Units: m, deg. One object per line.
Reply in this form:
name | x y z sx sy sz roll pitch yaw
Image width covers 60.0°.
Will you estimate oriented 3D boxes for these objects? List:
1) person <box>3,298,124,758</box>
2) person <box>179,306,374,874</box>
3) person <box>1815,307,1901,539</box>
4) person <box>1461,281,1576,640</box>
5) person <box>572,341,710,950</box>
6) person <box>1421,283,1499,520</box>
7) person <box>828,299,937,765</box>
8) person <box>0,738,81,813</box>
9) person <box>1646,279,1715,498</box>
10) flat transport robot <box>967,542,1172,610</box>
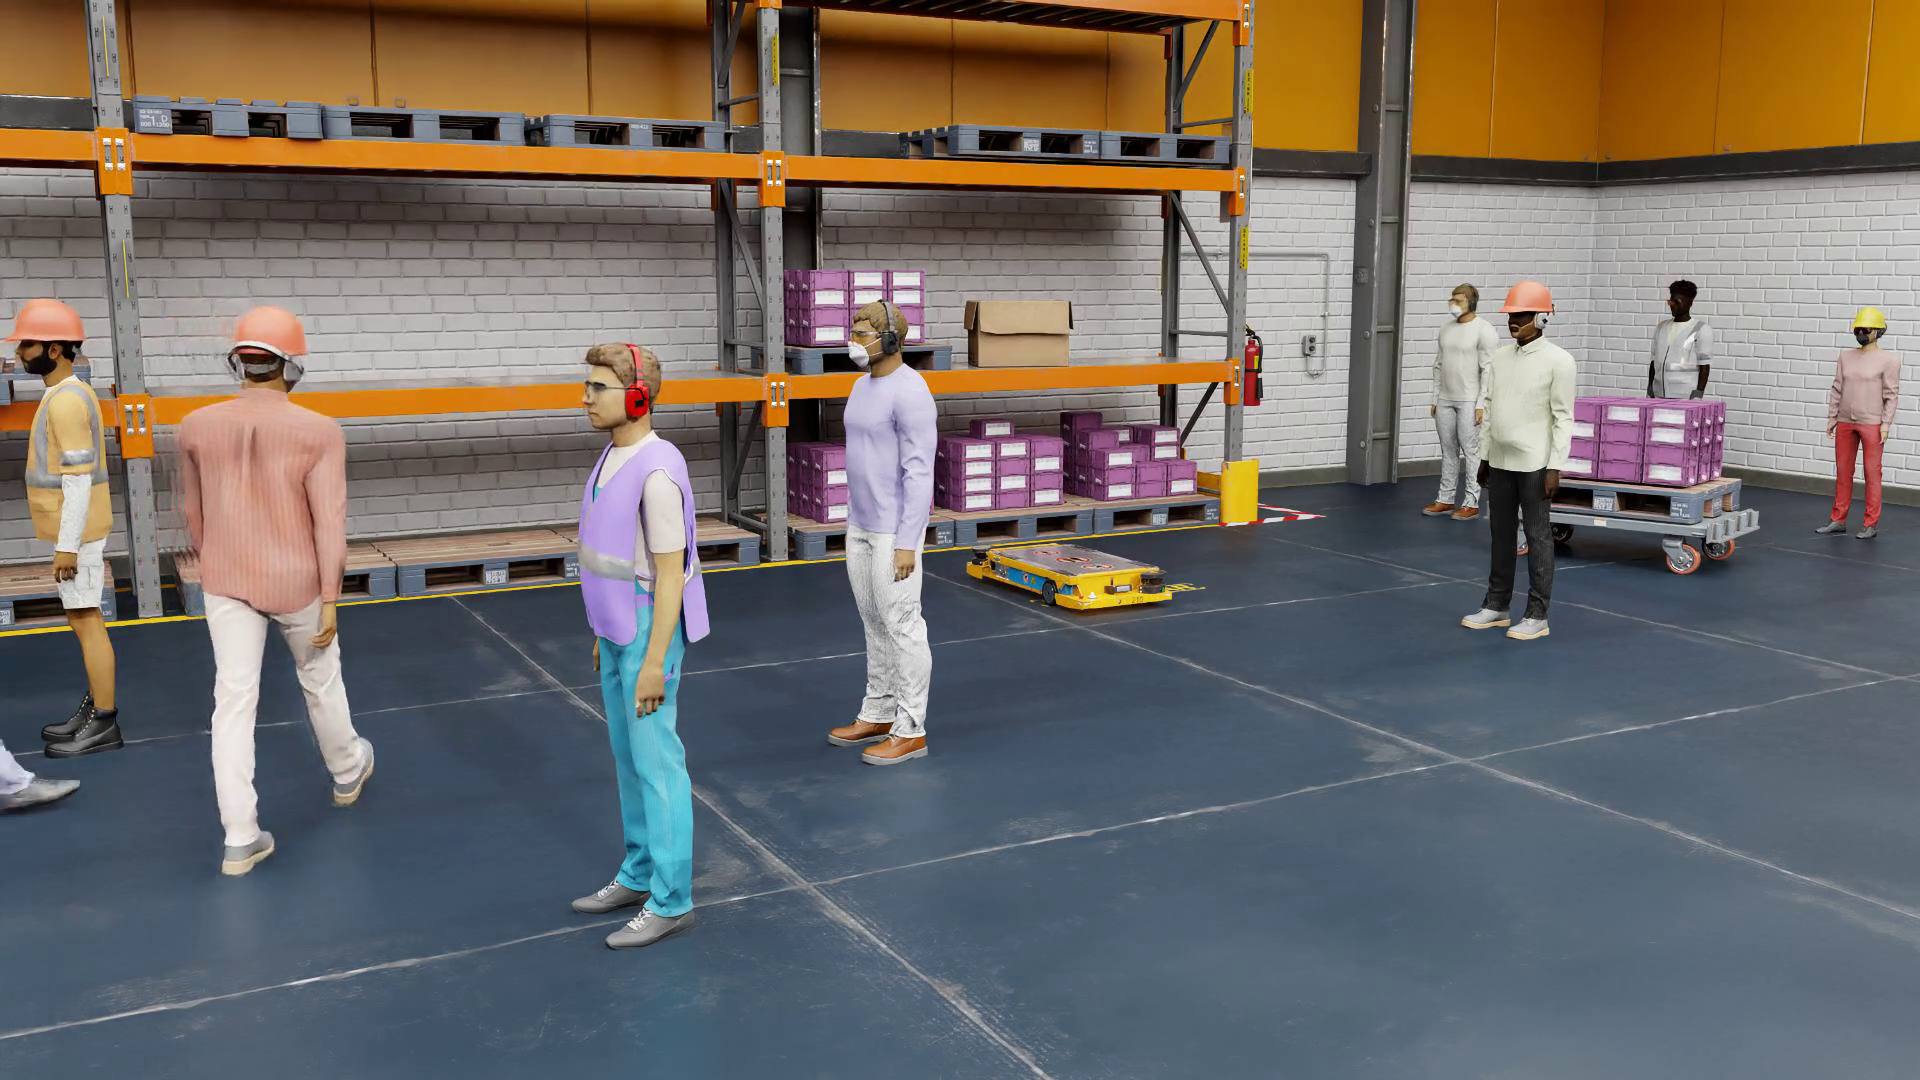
person | -3.802 -0.050 7.084 0.349 1.942 0.545 -5 11 -28
person | -2.466 0.133 6.006 0.612 1.925 1.062 -1 9 -3
person | 6.909 -0.896 12.766 0.304 1.772 0.525 -5 11 -28
person | 3.150 -0.447 9.342 0.377 1.995 0.612 -5 11 -28
person | -0.987 0.315 5.135 0.389 1.849 0.566 -5 11 -28
person | 4.125 -1.134 13.704 0.372 1.940 0.631 -5 11 -28
person | -0.321 -0.035 7.003 0.372 1.940 0.631 -5 11 -28
person | -3.794 0.213 6.142 0.881 1.710 0.544 -8 12 -39
person | 6.296 -1.302 14.636 0.367 1.967 0.607 -5 11 -28
flat transport robot | 0.667 0.207 10.595 0.652 0.197 1.431 -5 11 -28
